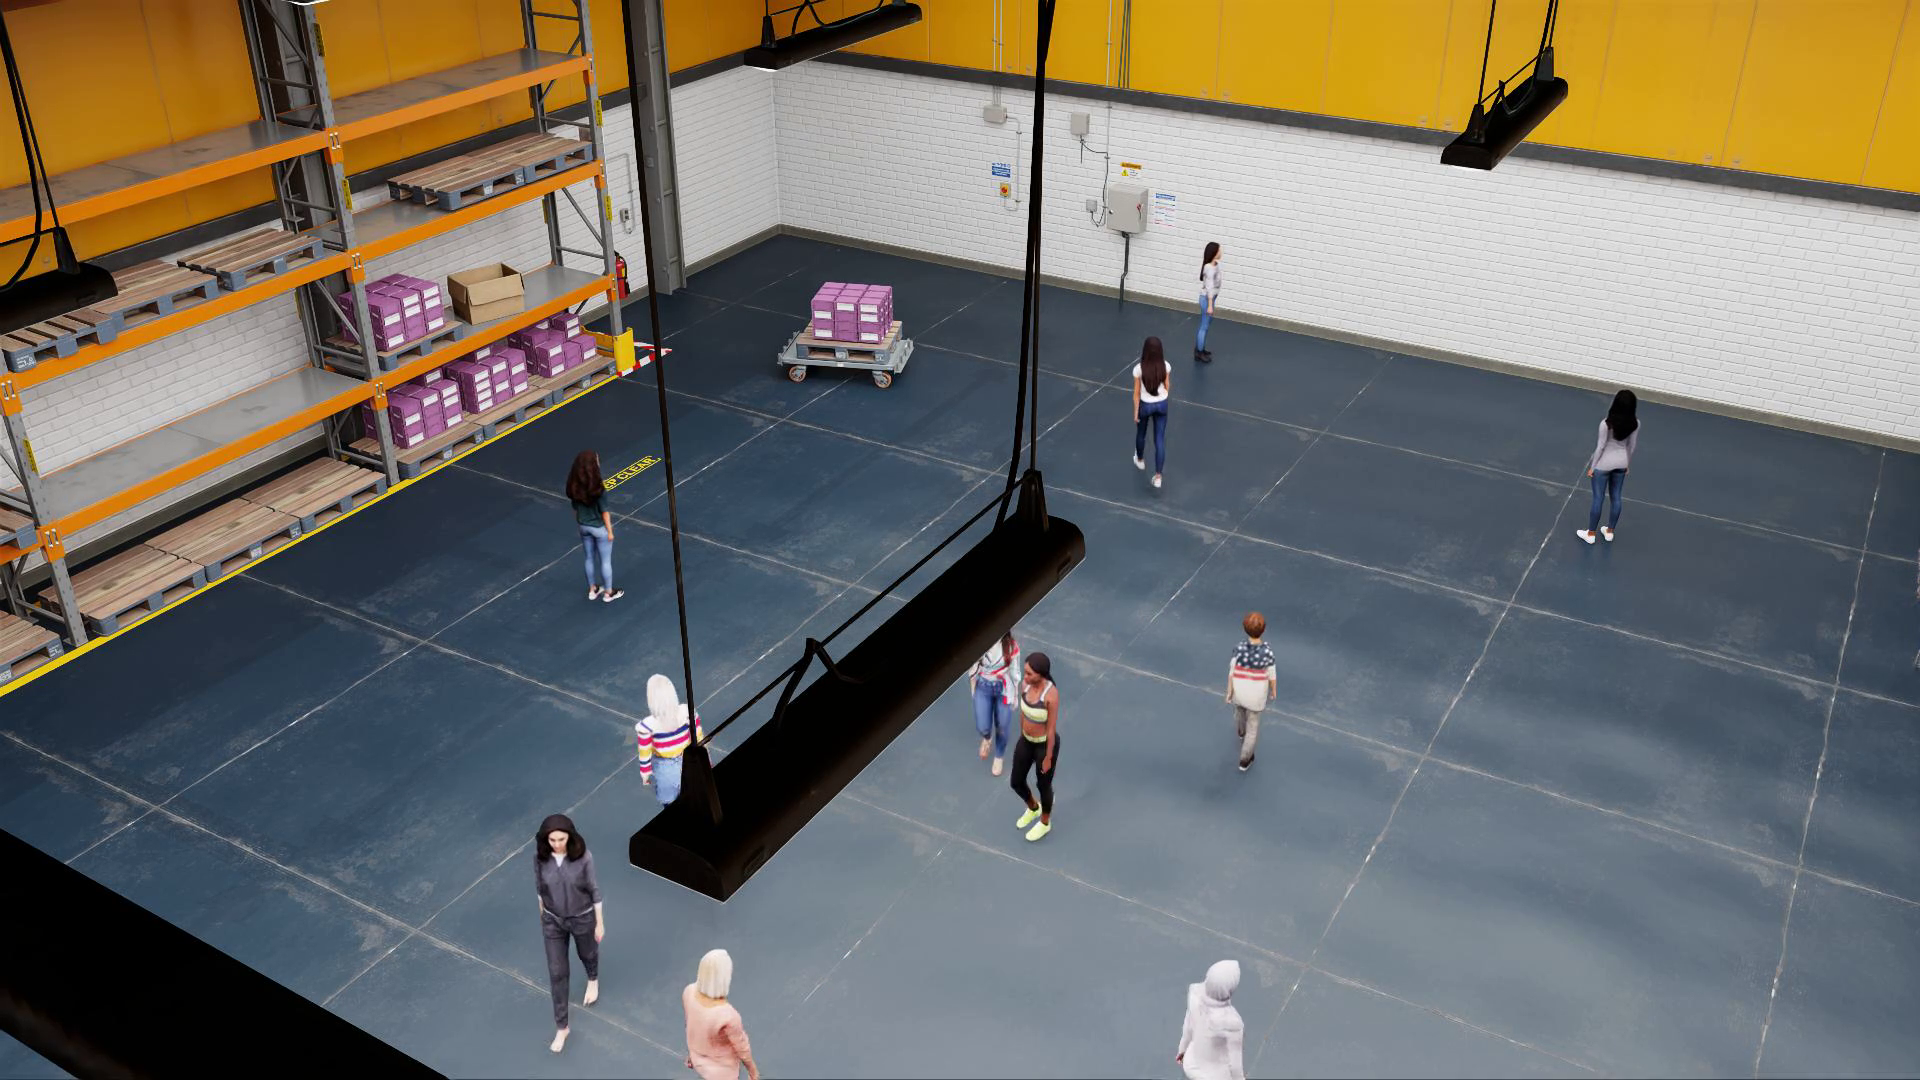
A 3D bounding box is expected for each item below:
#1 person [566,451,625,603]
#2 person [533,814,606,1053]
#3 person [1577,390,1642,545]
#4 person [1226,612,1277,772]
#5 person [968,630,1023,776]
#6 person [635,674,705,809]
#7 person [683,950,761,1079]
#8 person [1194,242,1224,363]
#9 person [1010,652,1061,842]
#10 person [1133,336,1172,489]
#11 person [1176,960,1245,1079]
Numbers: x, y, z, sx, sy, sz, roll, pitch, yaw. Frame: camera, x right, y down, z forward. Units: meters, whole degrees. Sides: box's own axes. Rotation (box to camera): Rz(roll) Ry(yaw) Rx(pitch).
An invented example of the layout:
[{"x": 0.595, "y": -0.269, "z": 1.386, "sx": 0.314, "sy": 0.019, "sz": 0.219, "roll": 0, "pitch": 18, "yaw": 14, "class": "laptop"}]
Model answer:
[{"x": -3.637, "y": -0.137, "z": 16.516, "sx": 0.624, "sy": 1.616, "sz": 0.621, "roll": 11, "pitch": 31, "yaw": 20, "class": "person"}, {"x": -2.660, "y": 2.553, "z": 11.463, "sx": 0.925, "sy": 1.732, "sz": 1.090, "roll": 0, "pitch": 29, "yaw": 0, "class": "person"}, {"x": 6.883, "y": -0.778, "z": 17.565, "sx": 0.685, "sy": 1.736, "sz": 0.727, "roll": -5, "pitch": 29, "yaw": -9, "class": "person"}, {"x": 2.443, "y": 1.307, "z": 14.088, "sx": 0.658, "sy": 1.406, "sz": 0.945, "roll": 10, "pitch": 30, "yaw": 18, "class": "person"}, {"x": 0.300, "y": 1.227, "z": 14.029, "sx": 0.726, "sy": 1.602, "sz": 0.768, "roll": 3, "pitch": 29, "yaw": 6, "class": "person"}, {"x": -2.154, "y": 1.839, "z": 12.710, "sx": 0.817, "sy": 1.791, "sz": 0.886, "roll": -15, "pitch": 32, "yaw": -25, "class": "person"}, {"x": -1.561, "y": 3.262, "z": 10.199, "sx": 0.710, "sy": 1.698, "sz": 0.938, "roll": 22, "pitch": 36, "yaw": 35, "class": "person"}, {"x": 3.283, "y": -3.179, "z": 22.076, "sx": 0.734, "sy": 1.631, "sz": 0.585, "roll": 4, "pitch": 29, "yaw": 7, "class": "person"}, {"x": 0.695, "y": 1.600, "z": 13.198, "sx": 0.621, "sy": 1.743, "sz": 0.639, "roll": 25, "pitch": 37, "yaw": 38, "class": "person"}, {"x": 2.198, "y": -1.416, "z": 18.735, "sx": 1.030, "sy": 1.737, "sz": 1.186, "roll": -3, "pitch": 29, "yaw": -6, "class": "person"}, {"x": 1.443, "y": 3.268, "z": 10.117, "sx": 0.763, "sy": 1.766, "sz": 0.749, "roll": -15, "pitch": 32, "yaw": -25, "class": "person"}]
